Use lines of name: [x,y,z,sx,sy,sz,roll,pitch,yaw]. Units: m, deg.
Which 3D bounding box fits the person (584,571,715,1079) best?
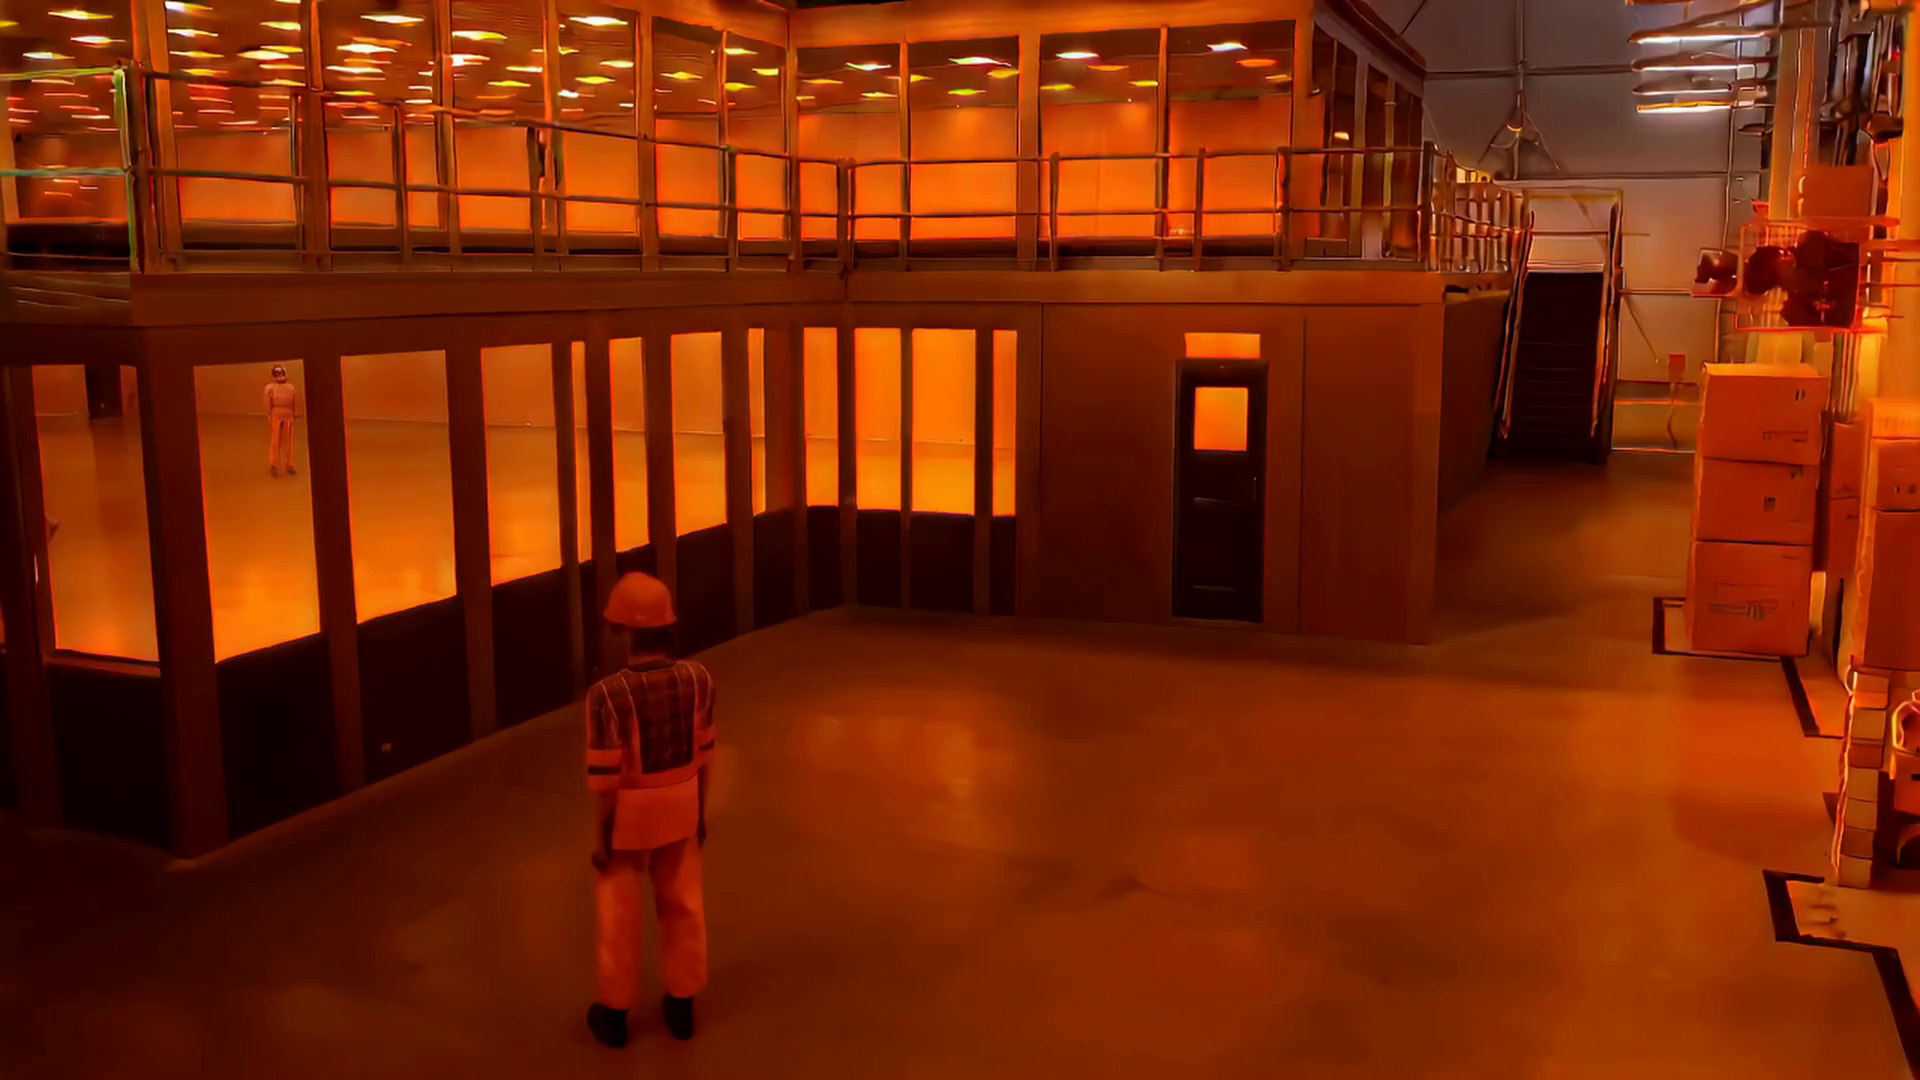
person: [-1.182,1.078,6.308,0.545,1.942,0.354,-9,13,-44]
